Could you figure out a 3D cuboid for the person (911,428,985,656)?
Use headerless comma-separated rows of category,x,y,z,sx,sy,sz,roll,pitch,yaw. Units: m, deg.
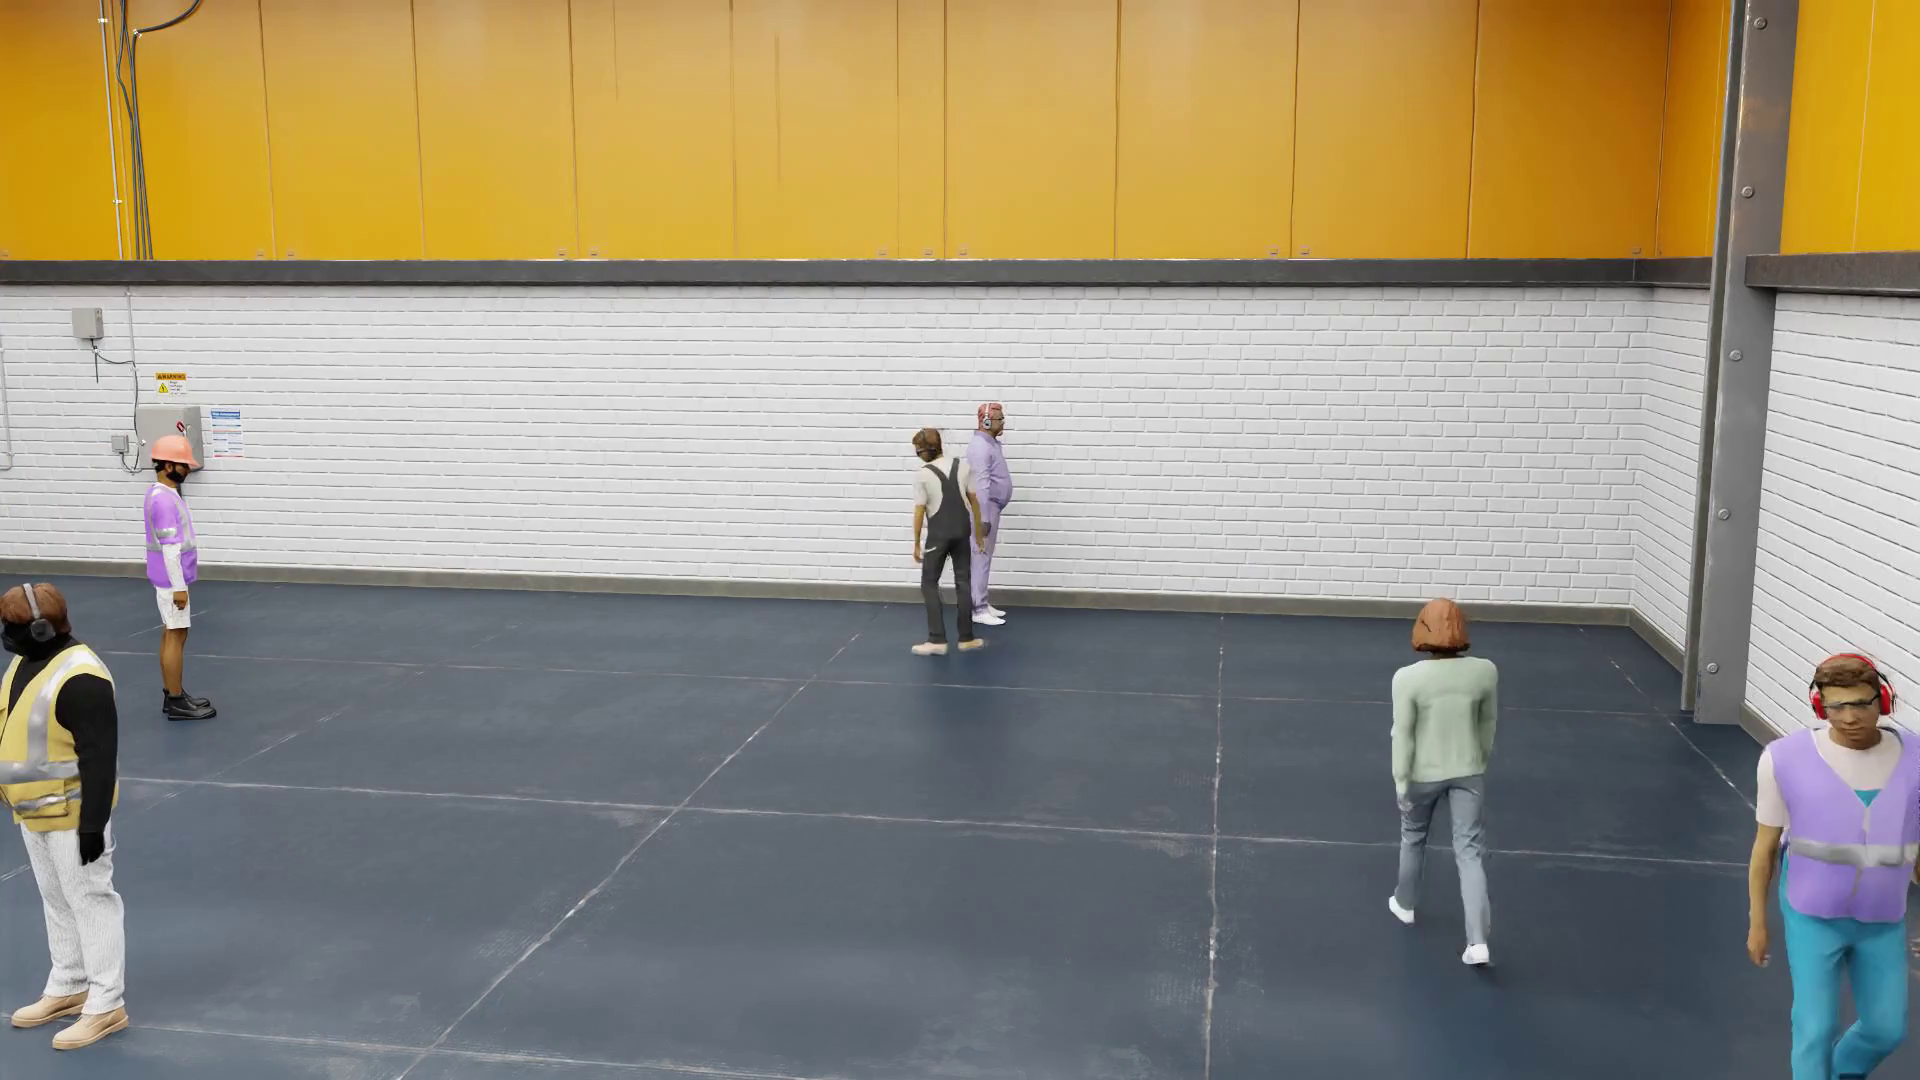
person,-0.071,0.012,13.183,0.663,1.804,0.348,-4,10,-22

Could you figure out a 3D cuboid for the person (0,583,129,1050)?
person,-3.543,1.069,6.542,0.624,1.837,0.430,8,12,39

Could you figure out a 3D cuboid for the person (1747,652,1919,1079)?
person,2.944,1.235,5.591,0.629,1.811,0.540,1,9,6

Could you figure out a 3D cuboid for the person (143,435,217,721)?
person,-5.300,0.254,11.266,0.364,1.933,0.543,-5,11,-29

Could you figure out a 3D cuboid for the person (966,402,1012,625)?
person,0.253,-0.235,14.356,0.399,1.909,0.642,1,9,5

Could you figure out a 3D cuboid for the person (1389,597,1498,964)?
person,2.162,1.048,7.411,0.506,1.592,0.857,0,9,-2
